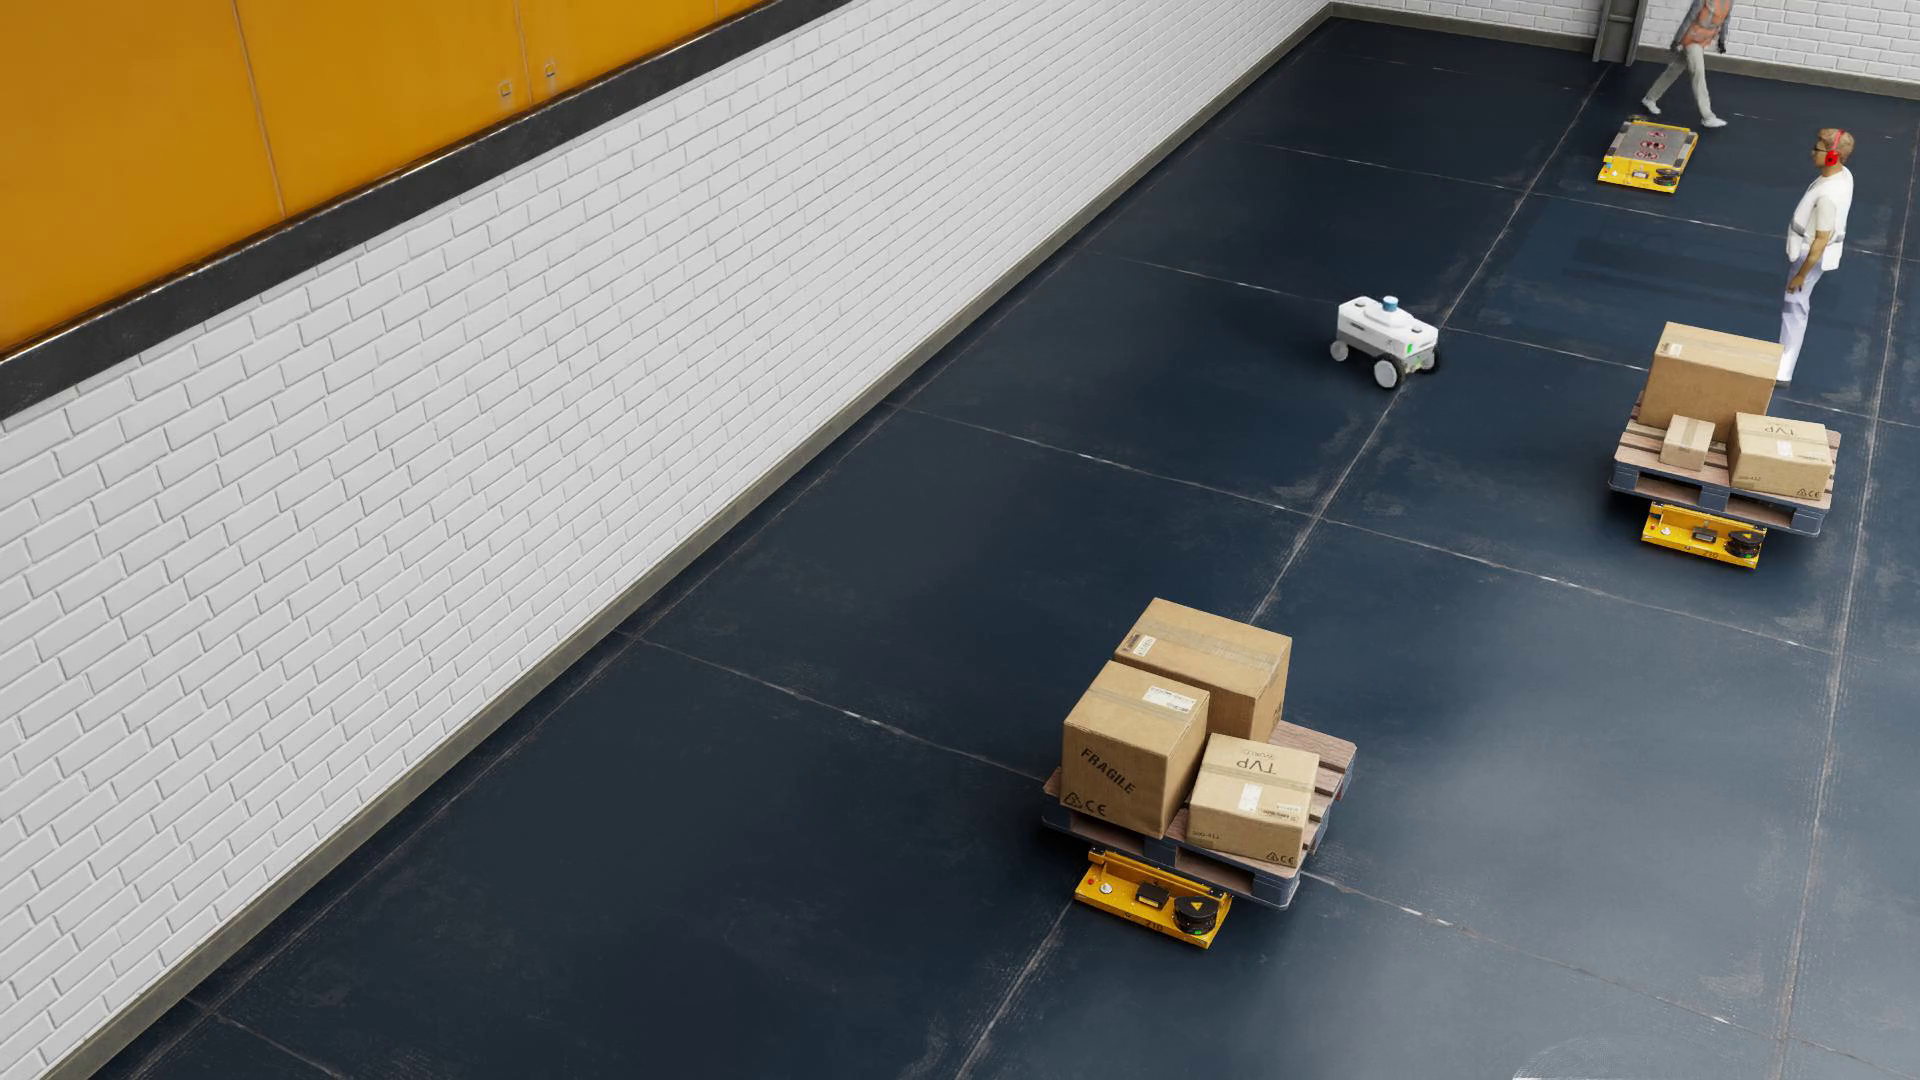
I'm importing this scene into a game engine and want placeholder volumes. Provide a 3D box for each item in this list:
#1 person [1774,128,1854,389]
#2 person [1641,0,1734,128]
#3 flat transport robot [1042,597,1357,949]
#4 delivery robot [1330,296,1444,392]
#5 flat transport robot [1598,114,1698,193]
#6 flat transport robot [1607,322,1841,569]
[{"bbox_3d":[5.823,-1.912,11.409,0.373,1.842,0.568,16,37,23],"label":"person"},{"bbox_3d":[7.068,-4.774,15.902,0.518,1.562,0.921,-25,41,-32],"label":"person"},{"bbox_3d":[1.147,1.328,8.002,0.659,0.231,1.431,17,37,23],"label":"flat transport robot"},{"bbox_3d":[3.051,-1.427,11.861,0.499,0.614,0.804,-23,40,-30],"label":"delivery robot"},{"bbox_3d":[6.331,-3.546,15.253,0.659,0.231,1.431,17,37,23],"label":"flat transport robot"},{"bbox_3d":[4.755,-0.320,10.454,0.659,0.231,1.431,17,37,23],"label":"flat transport robot"}]
